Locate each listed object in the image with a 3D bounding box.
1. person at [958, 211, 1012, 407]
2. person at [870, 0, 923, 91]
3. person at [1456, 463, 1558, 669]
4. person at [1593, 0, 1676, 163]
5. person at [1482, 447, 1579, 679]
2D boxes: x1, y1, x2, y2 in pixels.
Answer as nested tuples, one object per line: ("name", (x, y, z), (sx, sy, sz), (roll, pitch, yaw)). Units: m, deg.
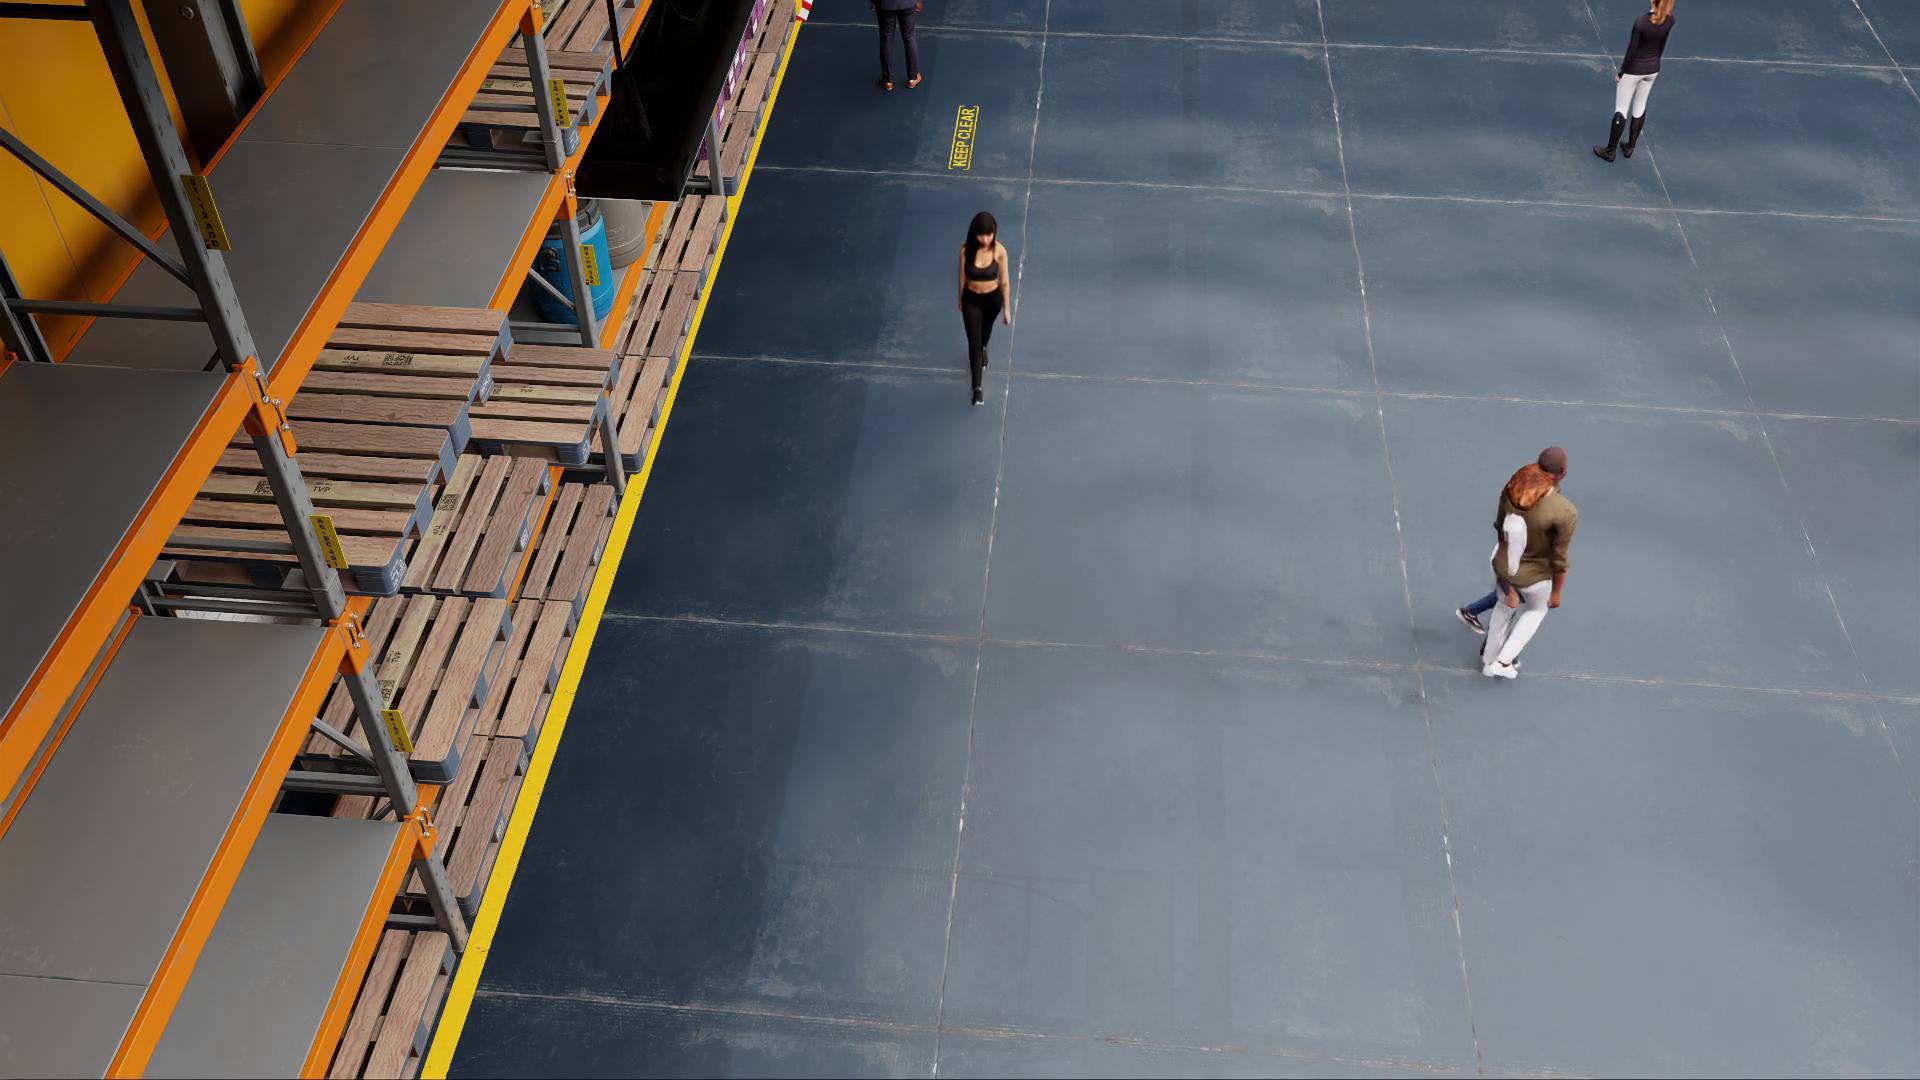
("person", (0.180, -1.928, 13.109), (0.626, 1.601, 1.117), (0, 44, 0))
("person", (-0.636, -5.369, 16.560), (0.731, 1.824, 0.637), (-3, 44, -3))
("person", (3.545, 0.139, 10.866), (0.869, 1.702, 0.811), (16, 46, 16))
("person", (6.350, -4.373, 15.583), (0.644, 1.729, 0.646), (-12, 45, -12))
("person", (3.565, 0.226, 10.705), (0.960, 1.797, 0.880), (-22, 48, -22))
